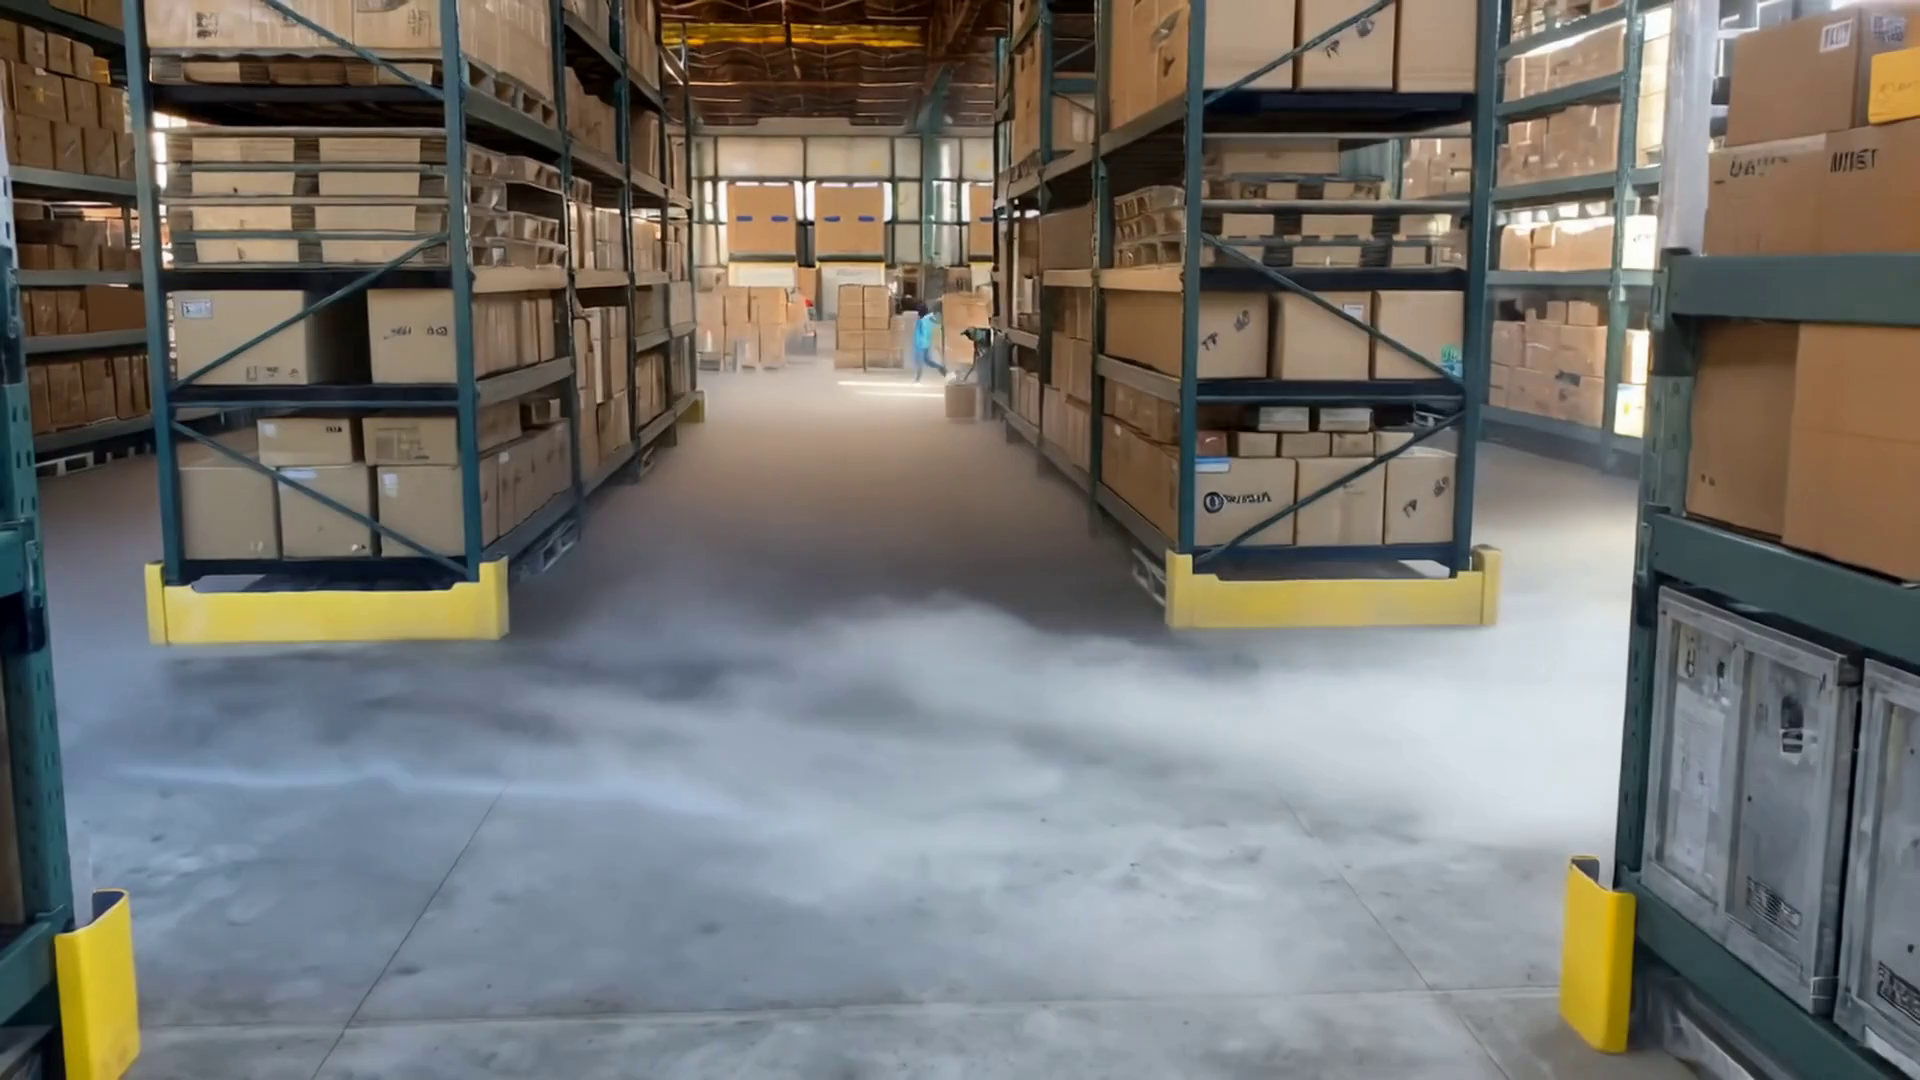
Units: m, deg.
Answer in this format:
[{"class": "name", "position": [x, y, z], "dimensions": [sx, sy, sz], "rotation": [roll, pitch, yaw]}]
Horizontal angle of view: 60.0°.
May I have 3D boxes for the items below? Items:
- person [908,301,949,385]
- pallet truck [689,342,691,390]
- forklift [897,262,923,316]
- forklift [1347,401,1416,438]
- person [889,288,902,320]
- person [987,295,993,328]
[{"class": "person", "position": [-0.683, -4.213, 35.644], "dimensions": [0.815, 1.809, 0.618], "rotation": [-5, 10, -29]}, {"class": "pallet truck", "position": [-5.225, -3.008, 27.480], "dimensions": [1.885, 1.965, 0.823], "rotation": [2, 9, 14]}, {"class": "forklift", "position": [-1.777, -8.547, 59.496], "dimensions": [1.129, 2.768, 1.873], "rotation": [-1, 9, -4]}, {"class": "forklift", "position": [5.371, -2.757, 23.141], "dimensions": [1.129, 2.768, 1.873], "rotation": [-5, 10, -29]}, {"class": "person", "position": [-2.315, -7.828, 57.979], "dimensions": [0.634, 1.930, 0.384], "rotation": [3, 10, 19]}, {"class": "person", "position": [0.941, -5.546, 43.652], "dimensions": [0.624, 1.930, 0.378], "rotation": [0, 9, -1]}]
